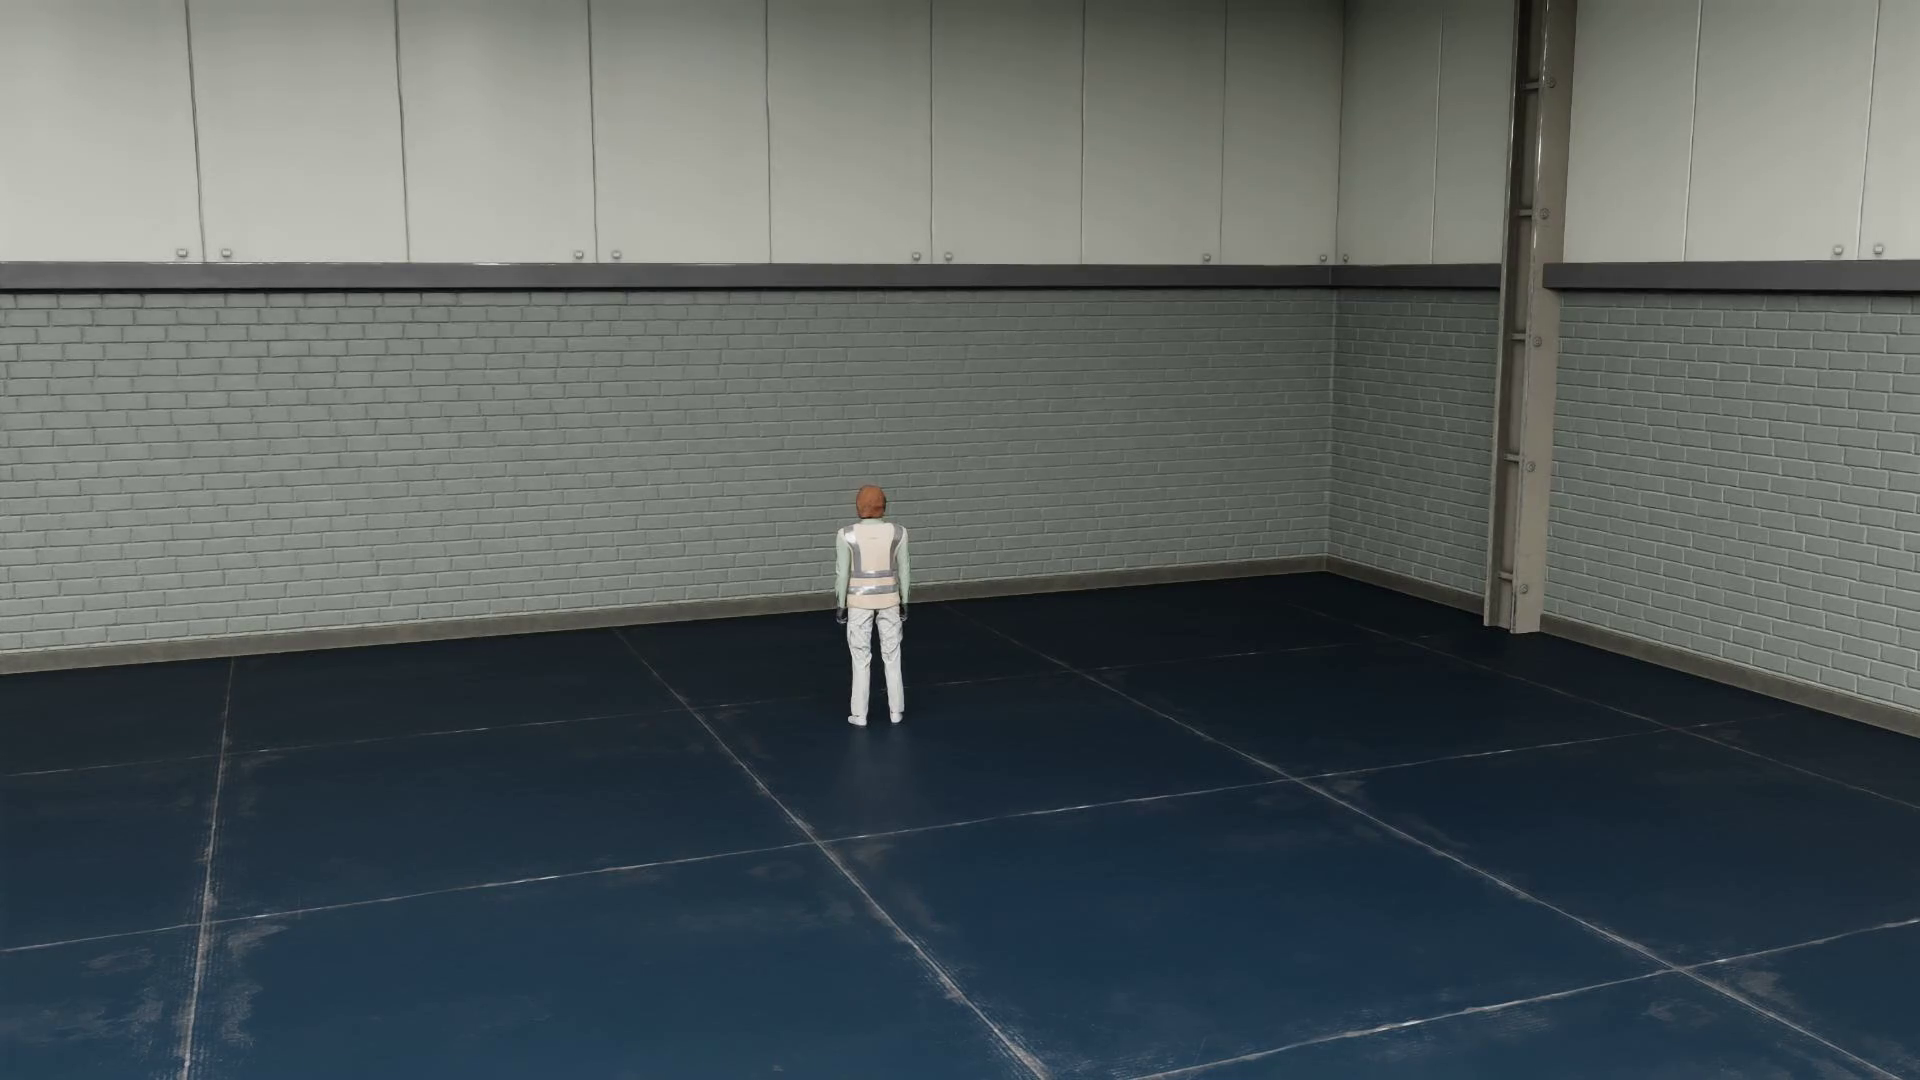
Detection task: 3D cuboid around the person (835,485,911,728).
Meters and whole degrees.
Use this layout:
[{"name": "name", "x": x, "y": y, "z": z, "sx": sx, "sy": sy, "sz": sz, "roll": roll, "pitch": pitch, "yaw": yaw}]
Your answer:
[{"name": "person", "x": -0.585, "y": 0.447, "z": 11.175, "sx": 0.521, "sy": 1.636, "sz": 0.311, "roll": -2, "pitch": 9, "yaw": -15}]
